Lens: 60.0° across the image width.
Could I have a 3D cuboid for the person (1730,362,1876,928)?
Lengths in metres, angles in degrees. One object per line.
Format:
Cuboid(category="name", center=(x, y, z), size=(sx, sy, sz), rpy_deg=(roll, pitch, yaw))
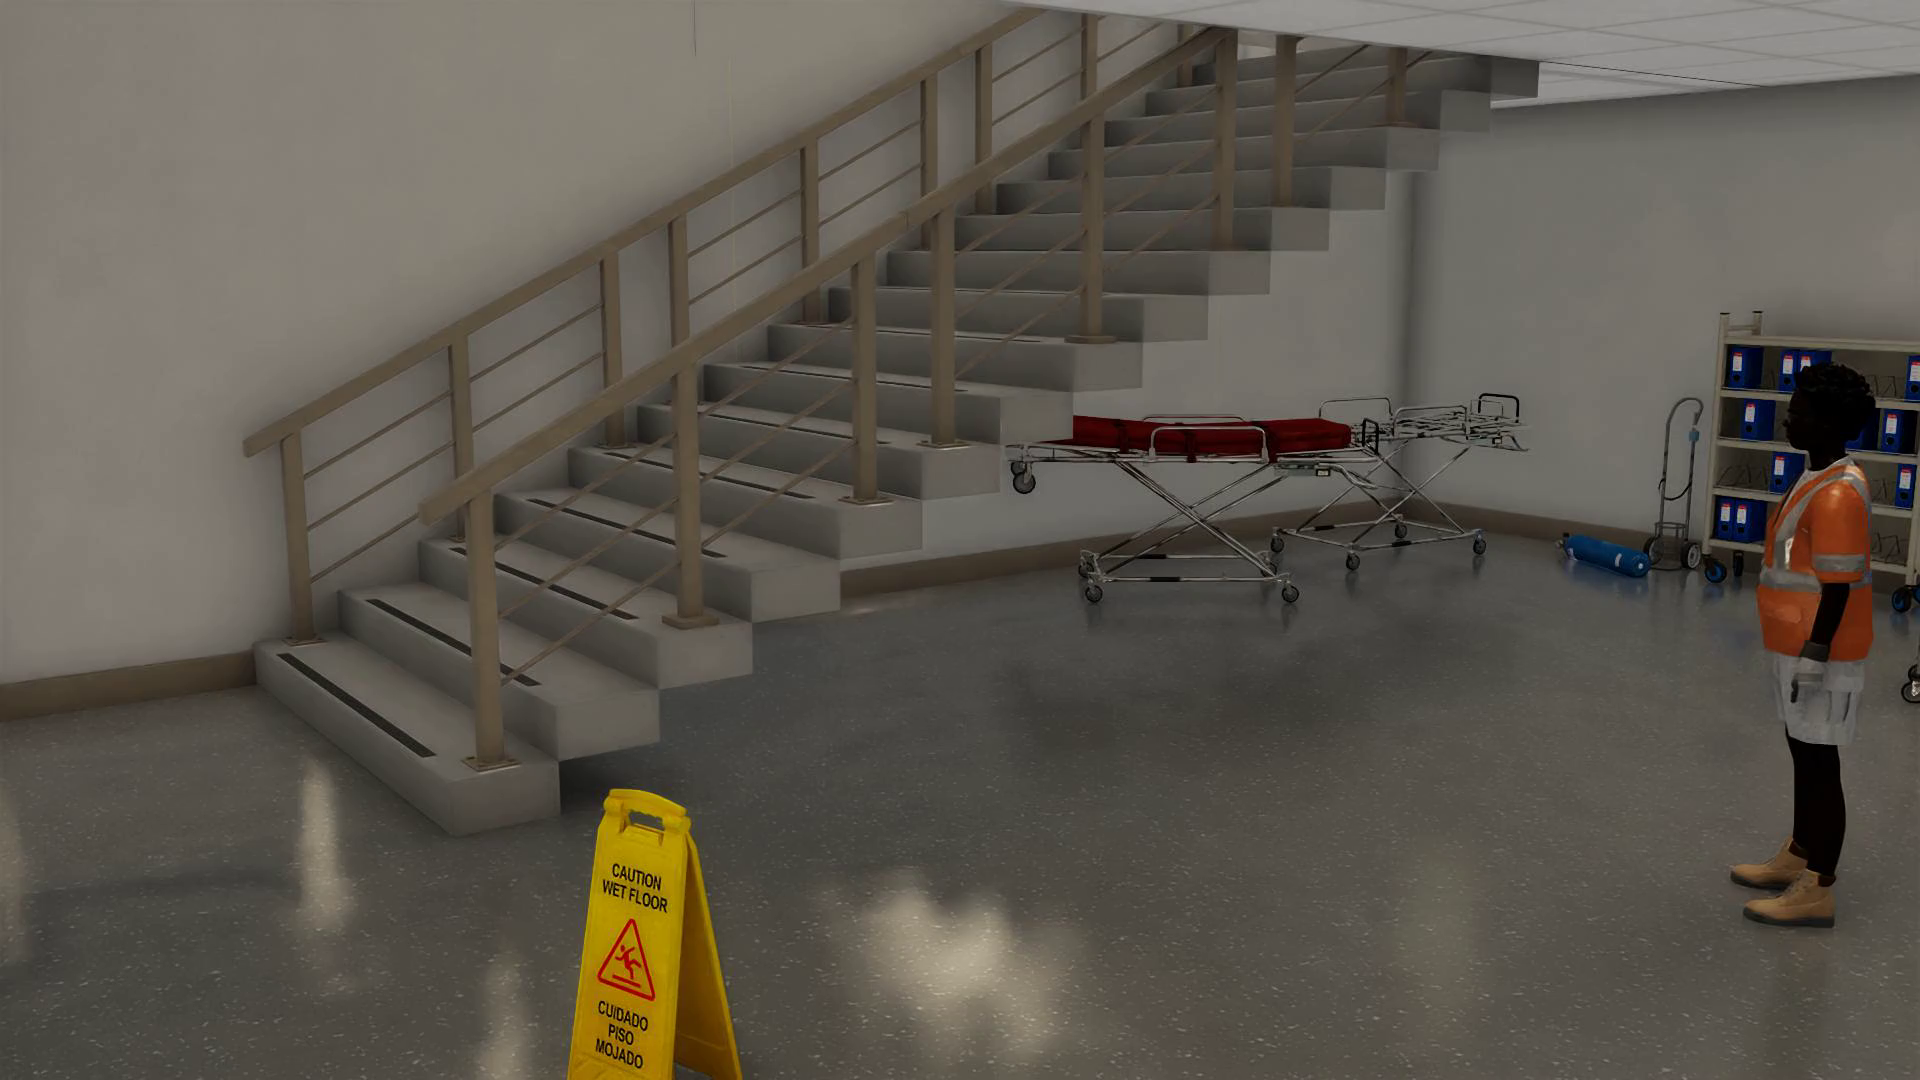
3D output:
Cuboid(category="person", center=(2.564, 0.315, 5.016), size=(0.319, 1.697, 0.532), rpy_deg=(4, 11, 20))
